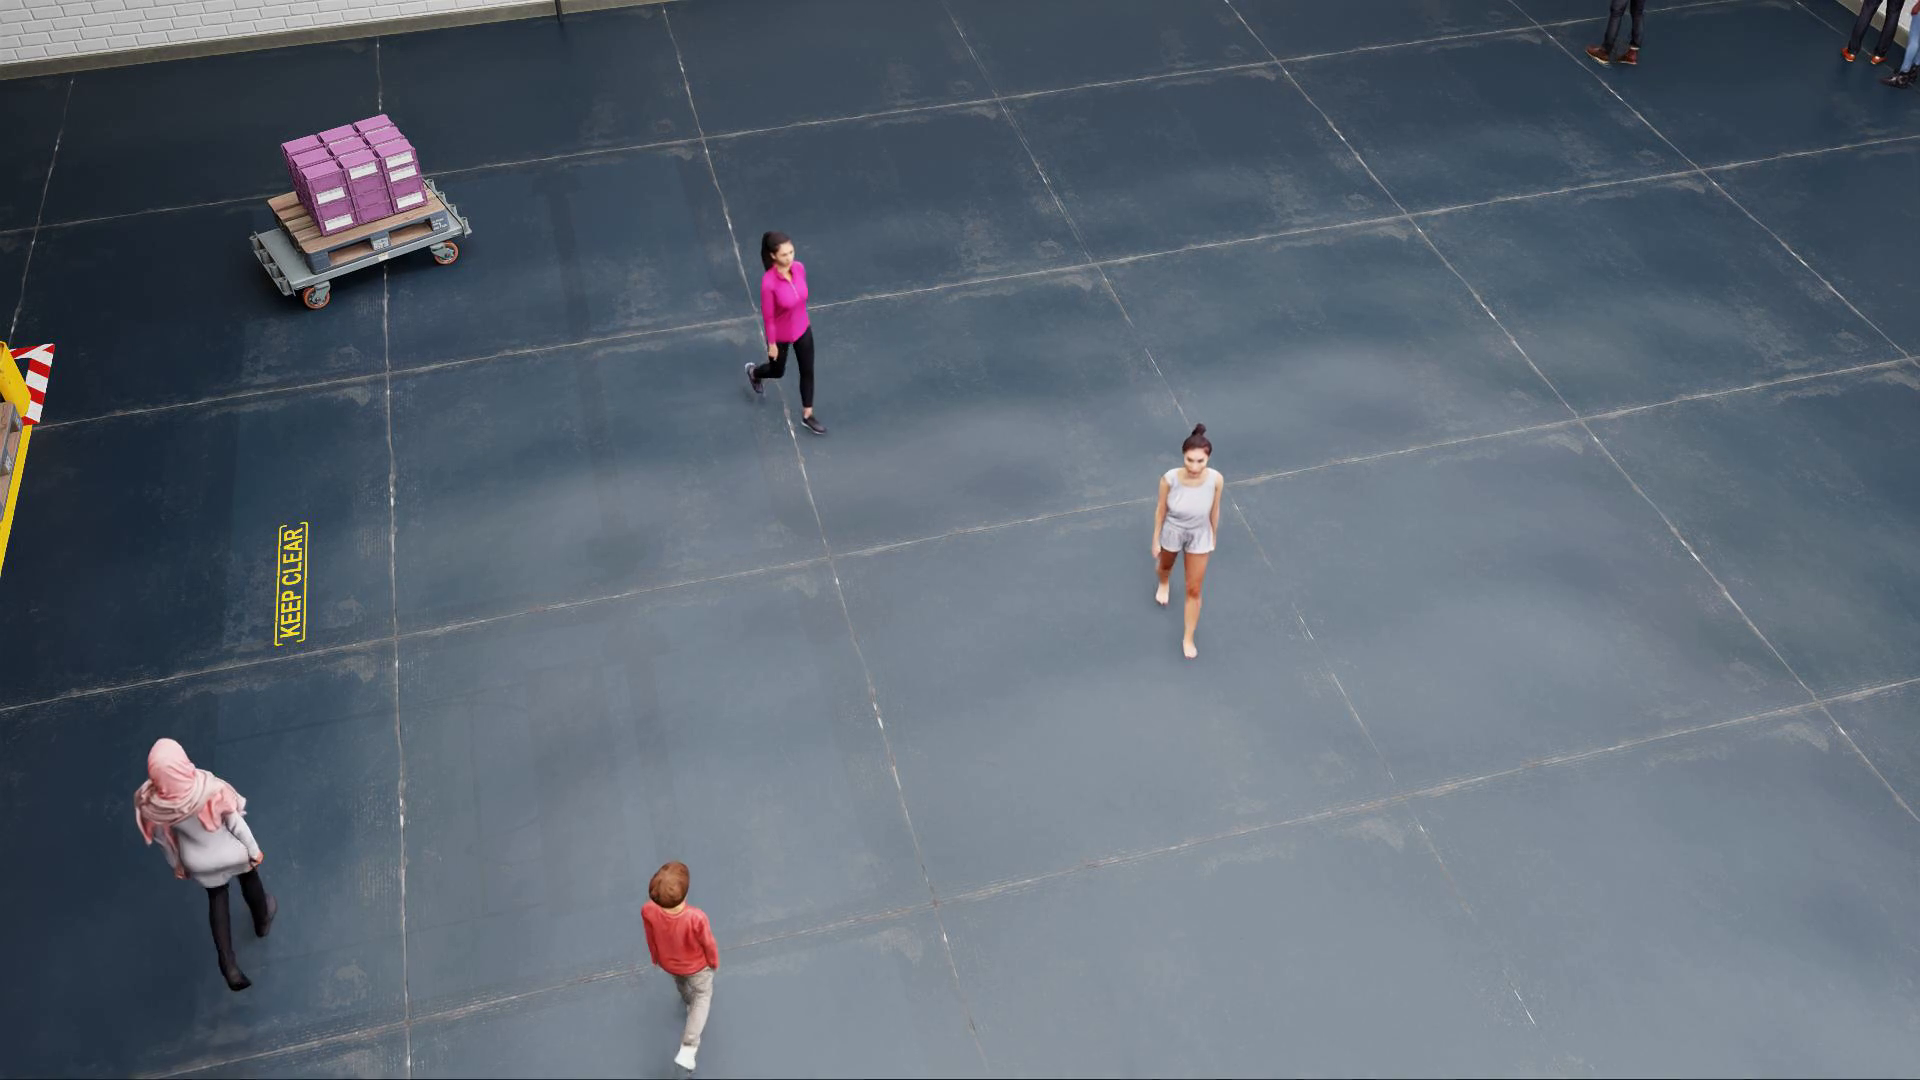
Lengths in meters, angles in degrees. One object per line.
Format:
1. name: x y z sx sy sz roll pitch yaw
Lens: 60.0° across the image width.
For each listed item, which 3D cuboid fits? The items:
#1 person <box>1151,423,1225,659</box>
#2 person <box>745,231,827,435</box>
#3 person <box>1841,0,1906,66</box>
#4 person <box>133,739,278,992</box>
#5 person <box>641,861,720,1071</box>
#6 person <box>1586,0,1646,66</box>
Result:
1. person: 1.457 -0.083 10.909 0.789 1.565 1.059 2 44 2
2. person: -1.342 -1.581 12.402 1.120 1.673 0.927 33 53 30
3. person: 9.296 -5.623 16.536 0.788 1.823 0.823 17 46 17
4. person: -3.962 1.730 8.846 0.657 1.784 1.008 -8 44 -8
5. person: -1.454 2.206 8.624 0.761 1.401 0.938 8 44 9
6. person: 6.706 -5.604 16.480 0.718 1.875 0.817 -13 45 -13
